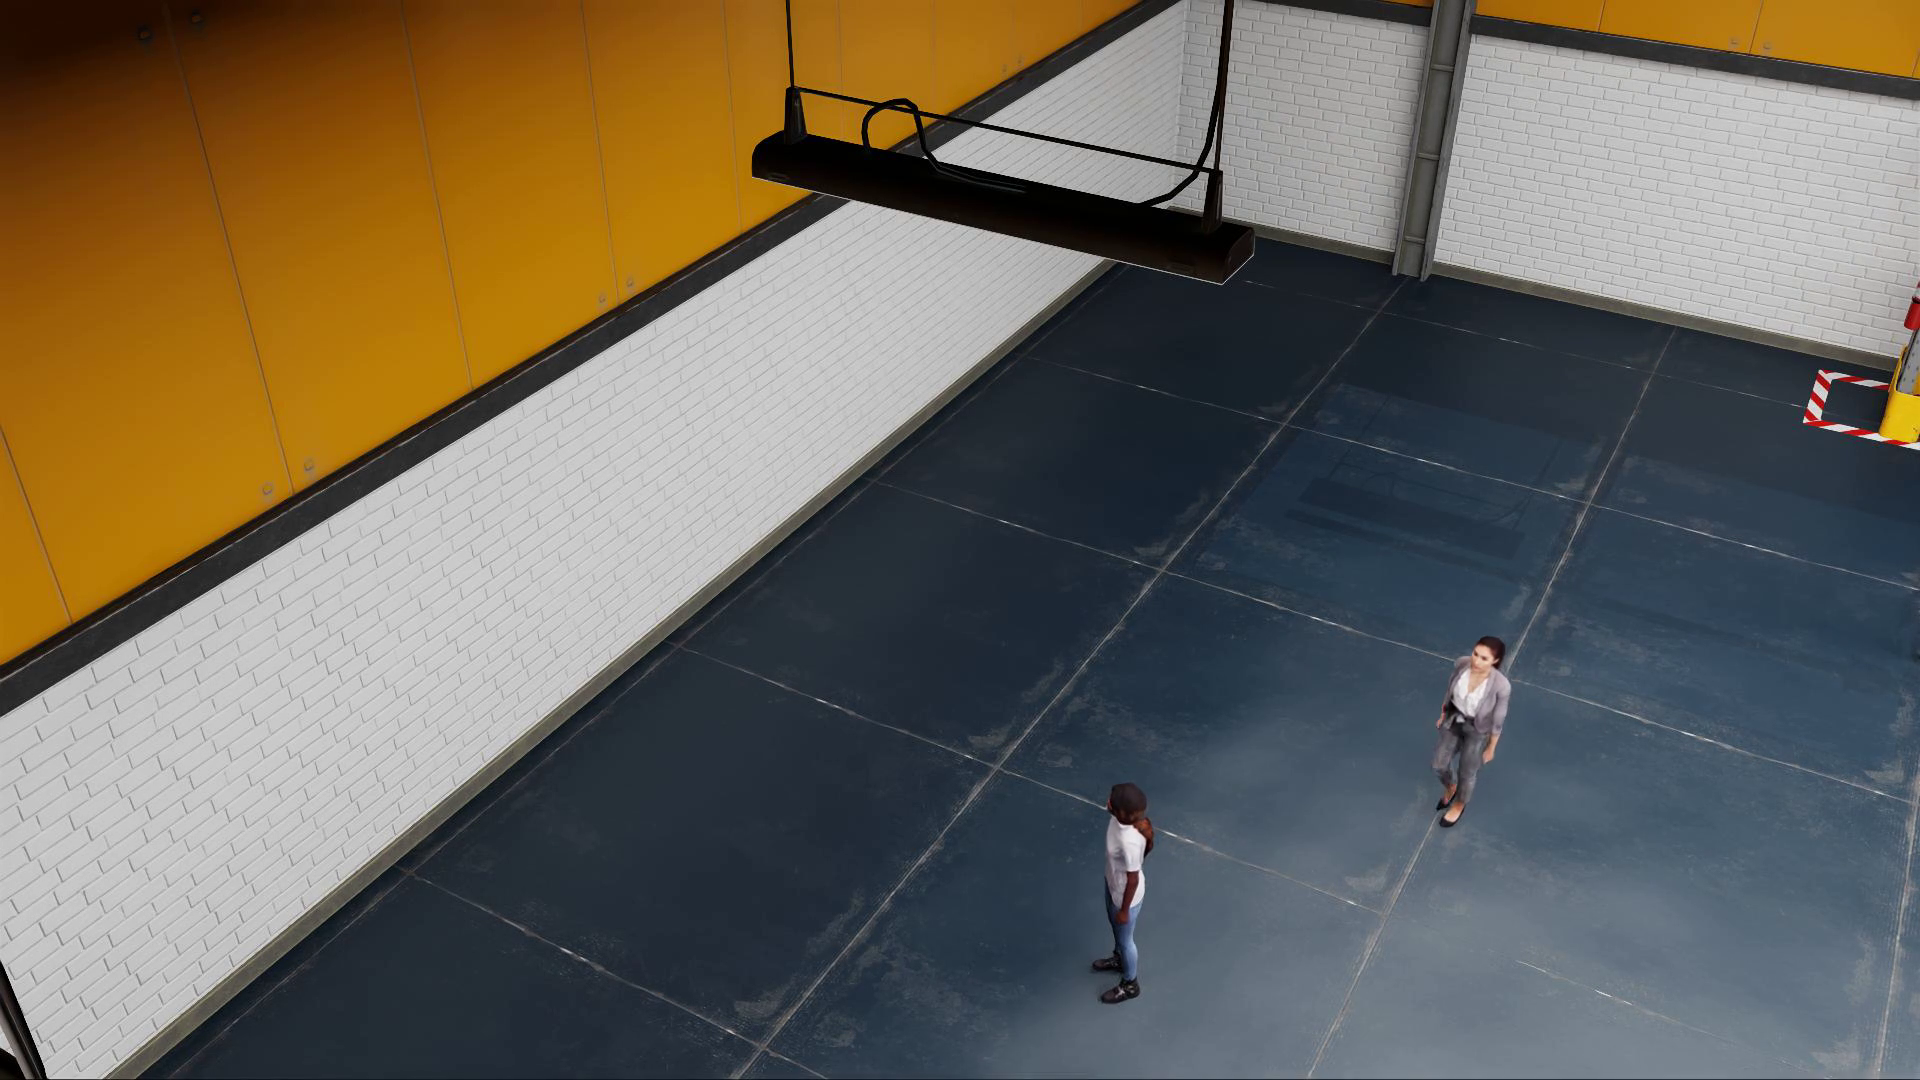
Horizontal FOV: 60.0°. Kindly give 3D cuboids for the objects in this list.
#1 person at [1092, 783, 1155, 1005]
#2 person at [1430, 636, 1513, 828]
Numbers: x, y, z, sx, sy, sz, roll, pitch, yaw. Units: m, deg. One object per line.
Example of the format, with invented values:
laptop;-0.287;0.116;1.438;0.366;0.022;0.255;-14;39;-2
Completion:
person;1.002;2.151;10.227;0.685;1.721;0.660;-3;34;-5
person;3.579;1.304;11.555;0.778;1.662;0.638;-25;41;-32
